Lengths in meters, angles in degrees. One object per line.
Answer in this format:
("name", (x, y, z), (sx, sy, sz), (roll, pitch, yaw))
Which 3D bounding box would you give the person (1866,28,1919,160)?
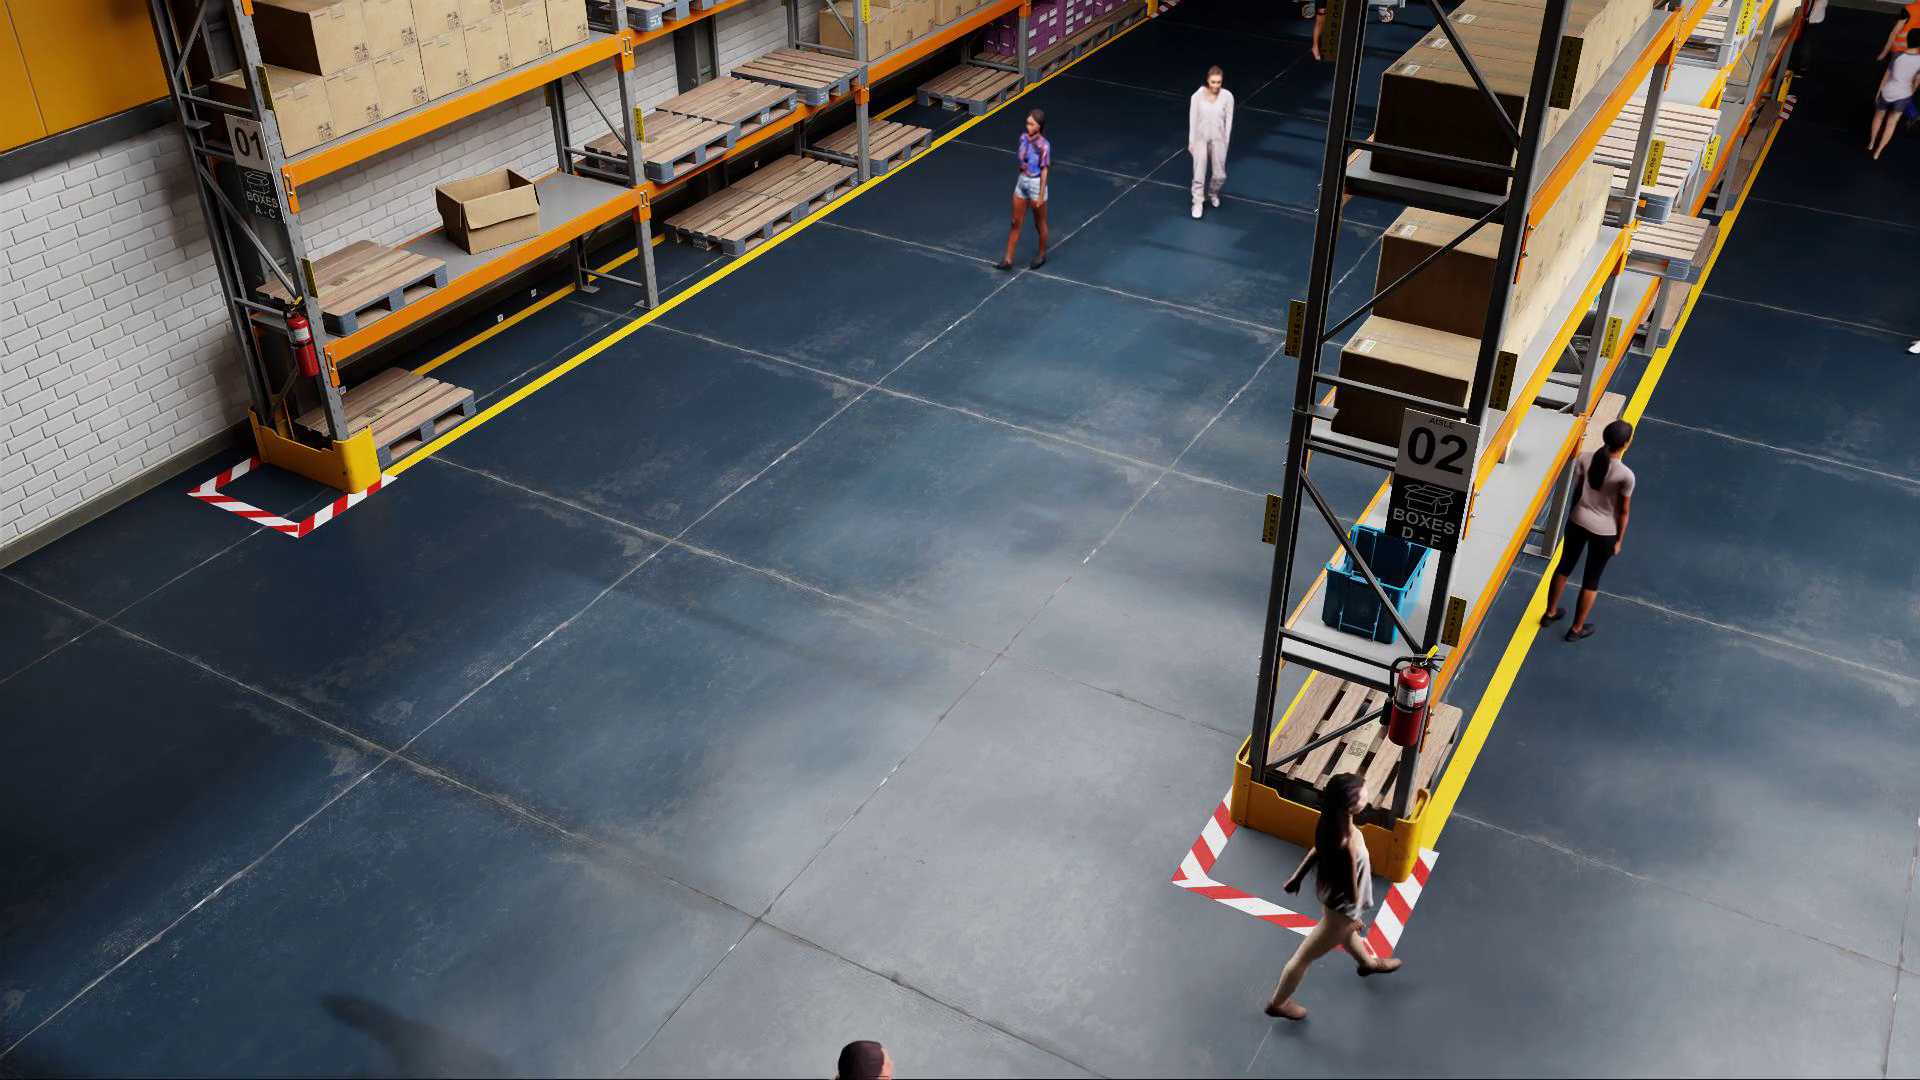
("person", (11.257, -5.333, 20.000), (0.583, 1.534, 0.760), (14, 36, 20))

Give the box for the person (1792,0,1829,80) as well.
("person", (11.592, -7.060, 22.459), (0.723, 1.688, 0.560), (17, 37, 24))

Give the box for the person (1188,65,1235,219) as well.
("person", (2.789, -4.485, 18.590), (0.777, 1.683, 0.859), (4, 34, 6))

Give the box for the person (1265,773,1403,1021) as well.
("person", (2.181, 1.945, 8.968), (0.997, 1.625, 1.060), (-13, 36, -18))

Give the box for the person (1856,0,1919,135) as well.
("person", (11.840, -6.009, 20.741), (1.196, 1.840, 1.165), (-17, 37, -23))

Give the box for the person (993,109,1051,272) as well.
("person", (0.810, -3.637, 17.282), (0.736, 1.718, 1.005), (28, 43, 35))

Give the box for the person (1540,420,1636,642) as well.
("person", (4.512, -0.074, 11.898), (0.639, 1.744, 0.659), (-25, 41, -33))
